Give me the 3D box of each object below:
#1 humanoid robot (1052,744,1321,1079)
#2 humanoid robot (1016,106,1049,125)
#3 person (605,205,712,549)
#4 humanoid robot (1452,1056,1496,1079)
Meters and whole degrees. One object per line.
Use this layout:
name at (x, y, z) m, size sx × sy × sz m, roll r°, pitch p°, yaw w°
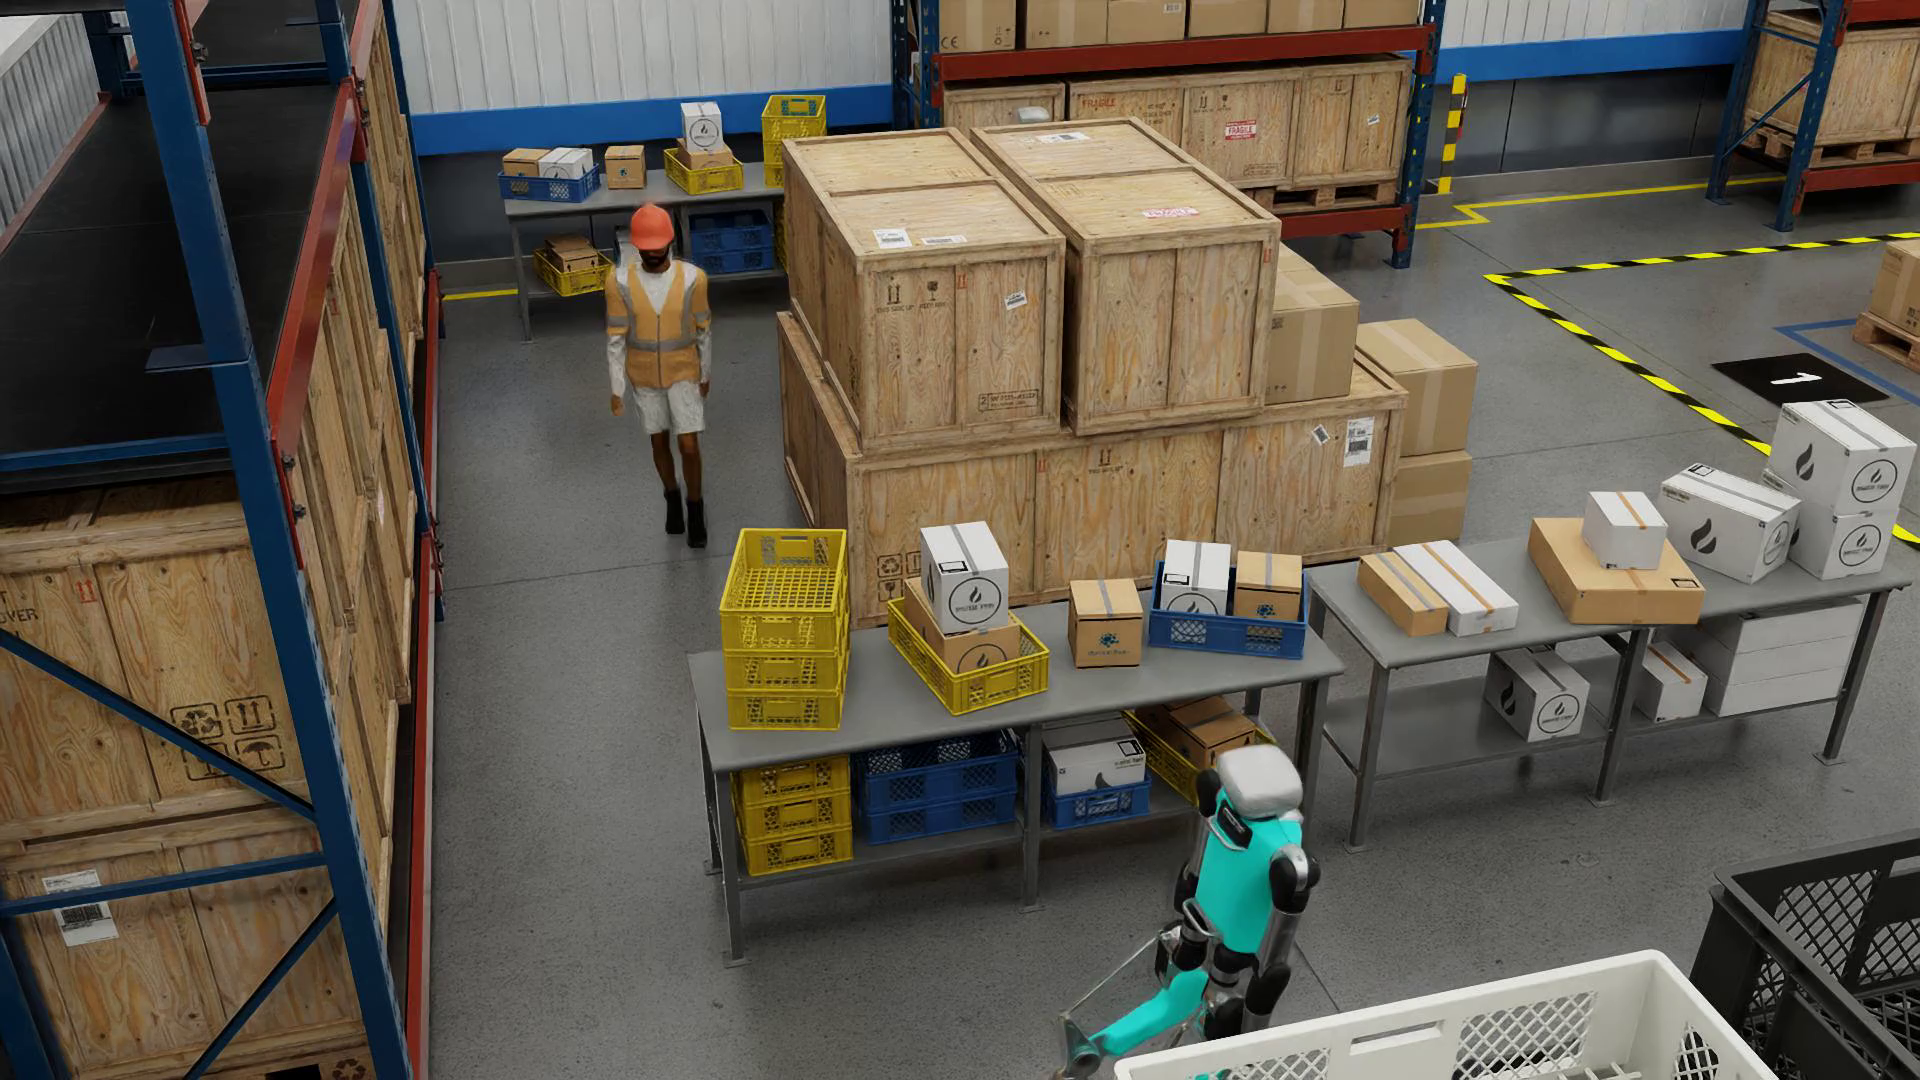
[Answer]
humanoid robot at (0.651, 1.423, 5.022) m, size 0.903 × 1.769 × 0.544 m, roll -11°, pitch 31°, yaw -19°
humanoid robot at (0.242, -1.967, 11.279) m, size 0.761 × 1.883 × 0.545 m, roll -7°, pitch 30°, yaw -12°
person at (-1.605, -0.851, 8.956) m, size 0.552 × 1.915 × 0.671 m, roll -2°, pitch 29°, yaw -3°
humanoid robot at (1.152, 1.937, 4.165) m, size 0.663 × 1.636 × 0.589 m, roll -14°, pitch 32°, yaw -23°
